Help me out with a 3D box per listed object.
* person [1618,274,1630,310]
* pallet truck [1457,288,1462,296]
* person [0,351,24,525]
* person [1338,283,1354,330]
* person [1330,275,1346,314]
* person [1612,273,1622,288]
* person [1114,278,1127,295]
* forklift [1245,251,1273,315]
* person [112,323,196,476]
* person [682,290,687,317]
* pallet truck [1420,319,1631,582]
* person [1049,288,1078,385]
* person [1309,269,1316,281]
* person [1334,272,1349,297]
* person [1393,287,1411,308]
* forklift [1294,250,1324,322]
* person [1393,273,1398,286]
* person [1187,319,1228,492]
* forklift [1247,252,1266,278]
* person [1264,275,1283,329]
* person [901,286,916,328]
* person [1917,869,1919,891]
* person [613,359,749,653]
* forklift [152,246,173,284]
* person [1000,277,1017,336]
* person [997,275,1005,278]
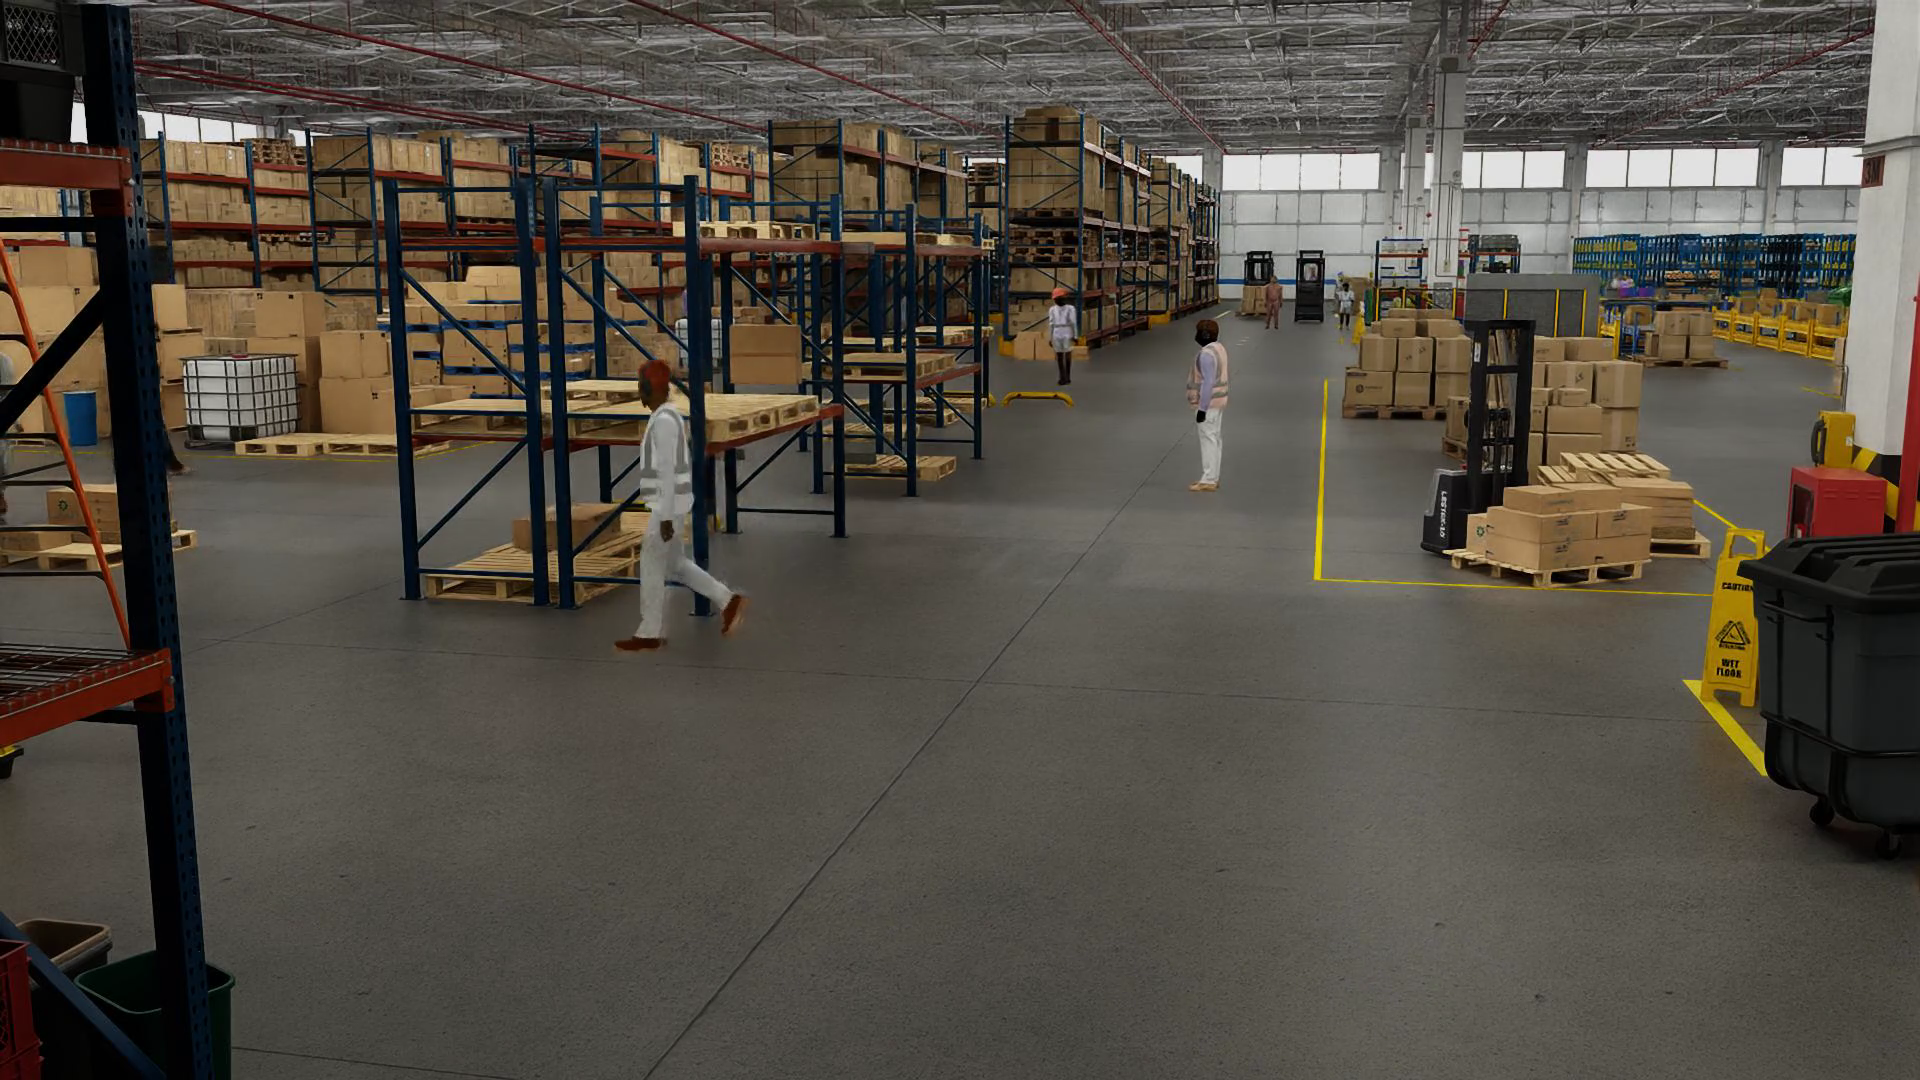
[{"bbox_3d":[28.861,-10.633,72.311,0.597,1.838,0.407,-2,10,-10],"label":"person"},{"bbox_3d":[20.506,-9.785,68.819,0.653,1.274,1.630,2,10,12],"label":"pallet truck"},{"bbox_3d":[-9.154,-1.093,15.578,0.654,1.899,0.638,-7,12,-36],"label":"person"},{"bbox_3d":[13.468,-8.136,58.060,0.531,1.638,0.919,3,10,17],"label":"person"},{"bbox_3d":[17.090,-11.036,74.859,0.890,1.766,0.650,-3,10,-15],"label":"person"},{"bbox_3d":[29.211,-10.946,73.970,0.478,1.882,0.662,7,12,35],"label":"person"},{"bbox_3d":[7.813,-12.093,80.739,0.649,1.893,0.623,0,10,3],"label":"person"},{"bbox_3d":[12.871,-10.987,71.267,1.129,2.768,1.873,2,10,12],"label":"forklift"},{"bbox_3d":[-9.306,-1.613,19.004,0.978,1.795,0.511,0,10,-2],"label":"person"},{"bbox_3d":[-7.610,-6.413,47.149,0.642,1.918,0.907,4,10,23],"label":"person"},{"bbox_3d":[4.543,-0.757,13.299,0.823,1.965,1.885,-4,10,-22],"label":"pallet truck"},{"bbox_3d":[2.029,-4.000,32.743,0.605,1.914,0.472,4,10,24],"label":"person"},{"bbox_3d":[19.675,-14.127,92.650,0.552,1.935,0.373,-8,12,-39],"label":"person"},{"bbox_3d":[17.488,-11.293,76.010,0.664,1.878,1.000,4,10,23],"label":"person"},{"bbox_3d":[12.509,-6.319,47.120,0.536,1.697,0.322,7,12,35],"label":"person"},{"bbox_3d":[13.778,-10.002,65.433,1.129,2.768,1.873,2,10,12],"label":"forklift"},{"bbox_3d":[23.074,-13.285,88.270,0.485,1.734,0.346,-7,12,-35],"label":"person"},{"bbox_3d":[2.630,-1.428,17.735,0.430,1.845,0.624,4,10,21],"label":"person"},{"bbox_3d":[15.024,-13.229,84.540,1.129,2.768,1.873,2,10,12],"label":"forklift"},{"bbox_3d":[11.180,-8.490,59.360,0.651,1.906,0.401,2,10,11],"label":"person"},{"bbox_3d":[-1.390,-5.723,42.902,0.579,1.928,0.646,-2,10,-14],"label":"person"},{"bbox_3d":[2.516,0.812,4.073,0.420,1.983,0.613,2,10,11],"label":"person"},{"bbox_3d":[-1.784,-0.219,10.548,0.802,1.861,0.606,-2,10,-9],"label":"person"},{"bbox_3d":[-21.642,-6.600,45.290,1.873,2.768,1.129,-6,11,-32],"label":"forklift"},{"bbox_3d":[1.546,-7.232,51.911,0.409,1.906,0.651,-8,13,-40],"label":"person"},{"bbox_3d":[2.296,-14.023,92.434,0.646,1.795,0.941,-1,10,-7],"label":"person"}]
